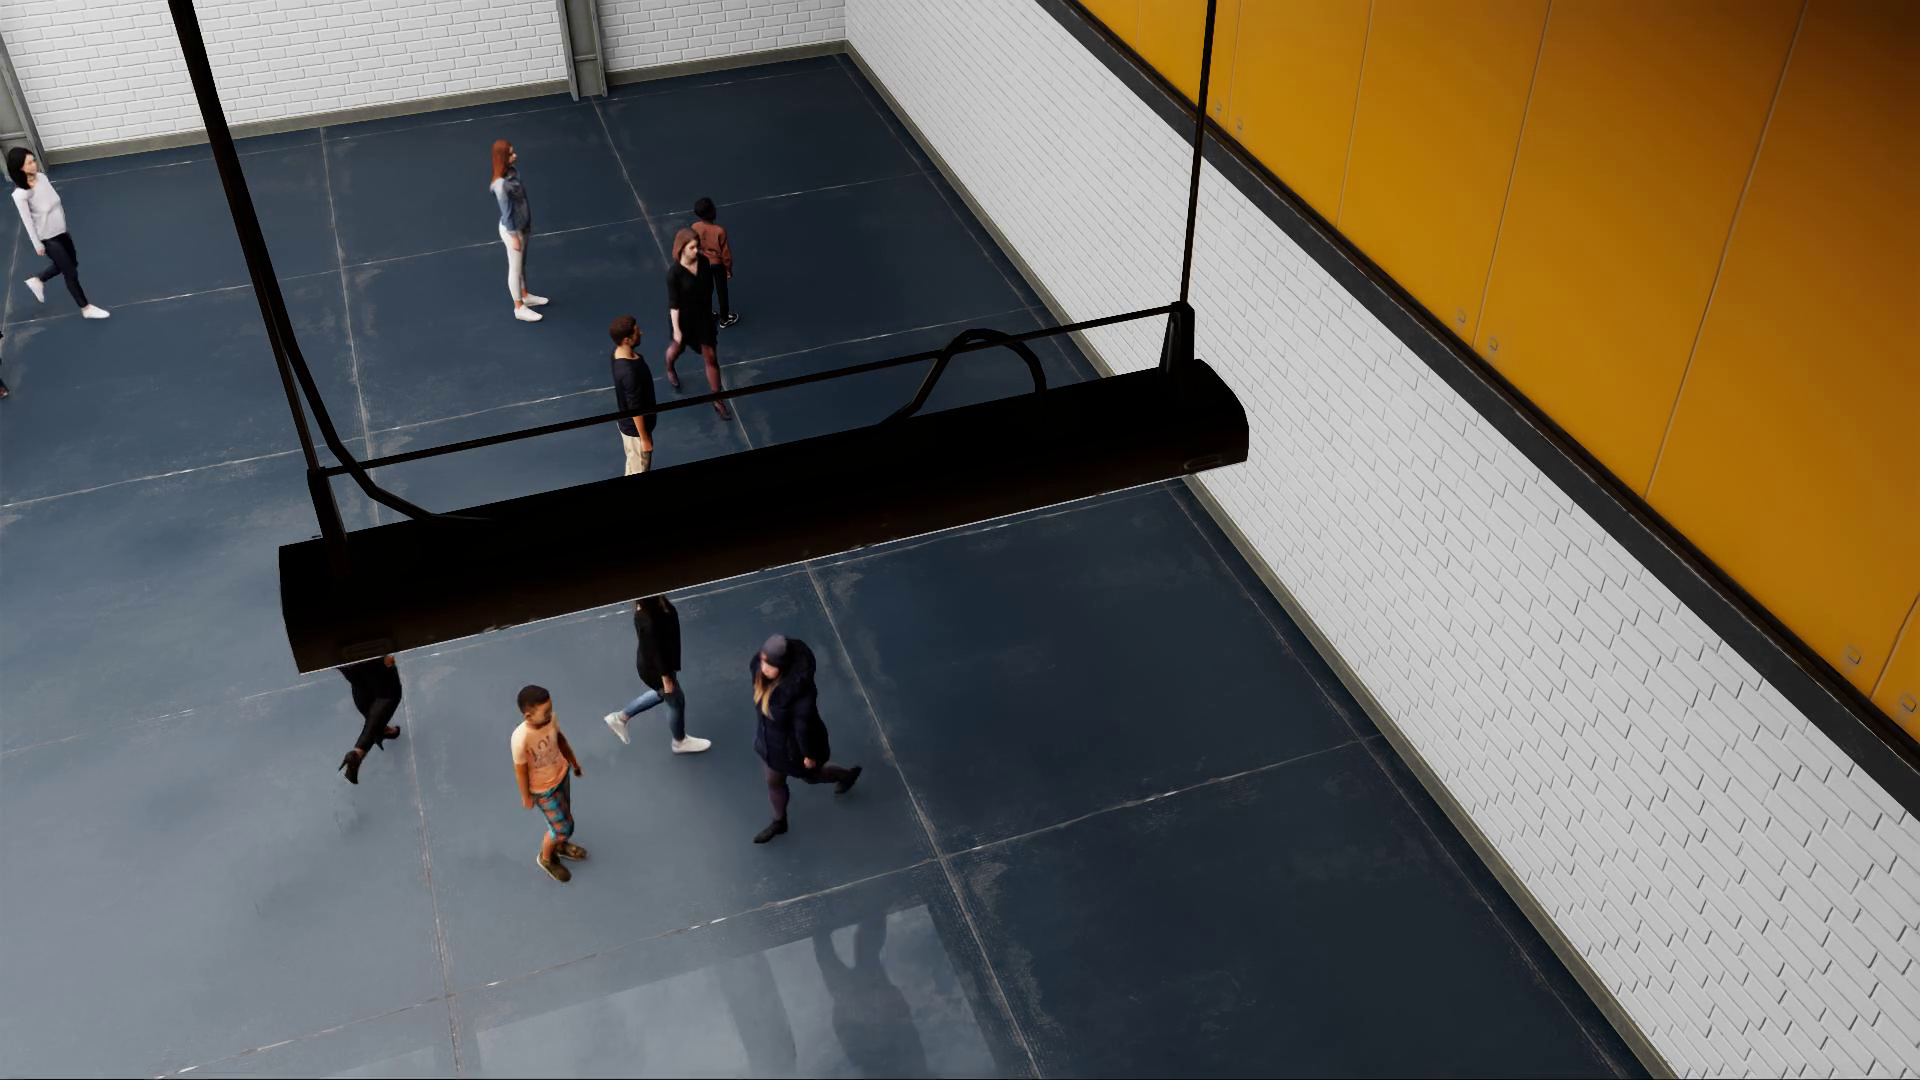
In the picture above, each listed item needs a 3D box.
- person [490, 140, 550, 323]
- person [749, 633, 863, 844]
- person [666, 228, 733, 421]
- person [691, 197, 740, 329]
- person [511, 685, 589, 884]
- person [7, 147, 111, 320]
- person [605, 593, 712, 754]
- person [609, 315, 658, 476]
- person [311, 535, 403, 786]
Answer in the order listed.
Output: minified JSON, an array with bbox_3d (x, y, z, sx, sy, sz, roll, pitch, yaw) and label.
[{"bbox_3d":[-4.035,-2.812,15.013,0.640,1.702,0.675,1,39,1],"label":"person"},{"bbox_3d":[-0.944,1.145,10.100,1.143,1.650,0.912,-28,47,-31],"label":"person"},{"bbox_3d":[-2.296,-1.834,13.832,1.138,1.647,0.981,-30,47,-32],"label":"person"},{"bbox_3d":[-2.234,-2.500,14.981,0.573,1.253,0.648,13,40,16],"label":"person"},{"bbox_3d":[-2.519,1.415,9.921,0.675,1.451,0.627,12,40,15],"label":"person"},{"bbox_3d":[-8.235,-2.735,14.933,1.066,1.681,0.870,3,39,4],"label":"person"},{"bbox_3d":[-1.987,0.788,10.568,0.919,1.624,0.650,-8,39,-9],"label":"person"},{"bbox_3d":[-2.432,-0.858,12.446,0.544,1.851,0.635,-12,40,-14],"label":"person"},{"bbox_3d":[-3.821,0.786,10.410,1.004,1.824,1.033,12,40,14],"label":"person"}]
